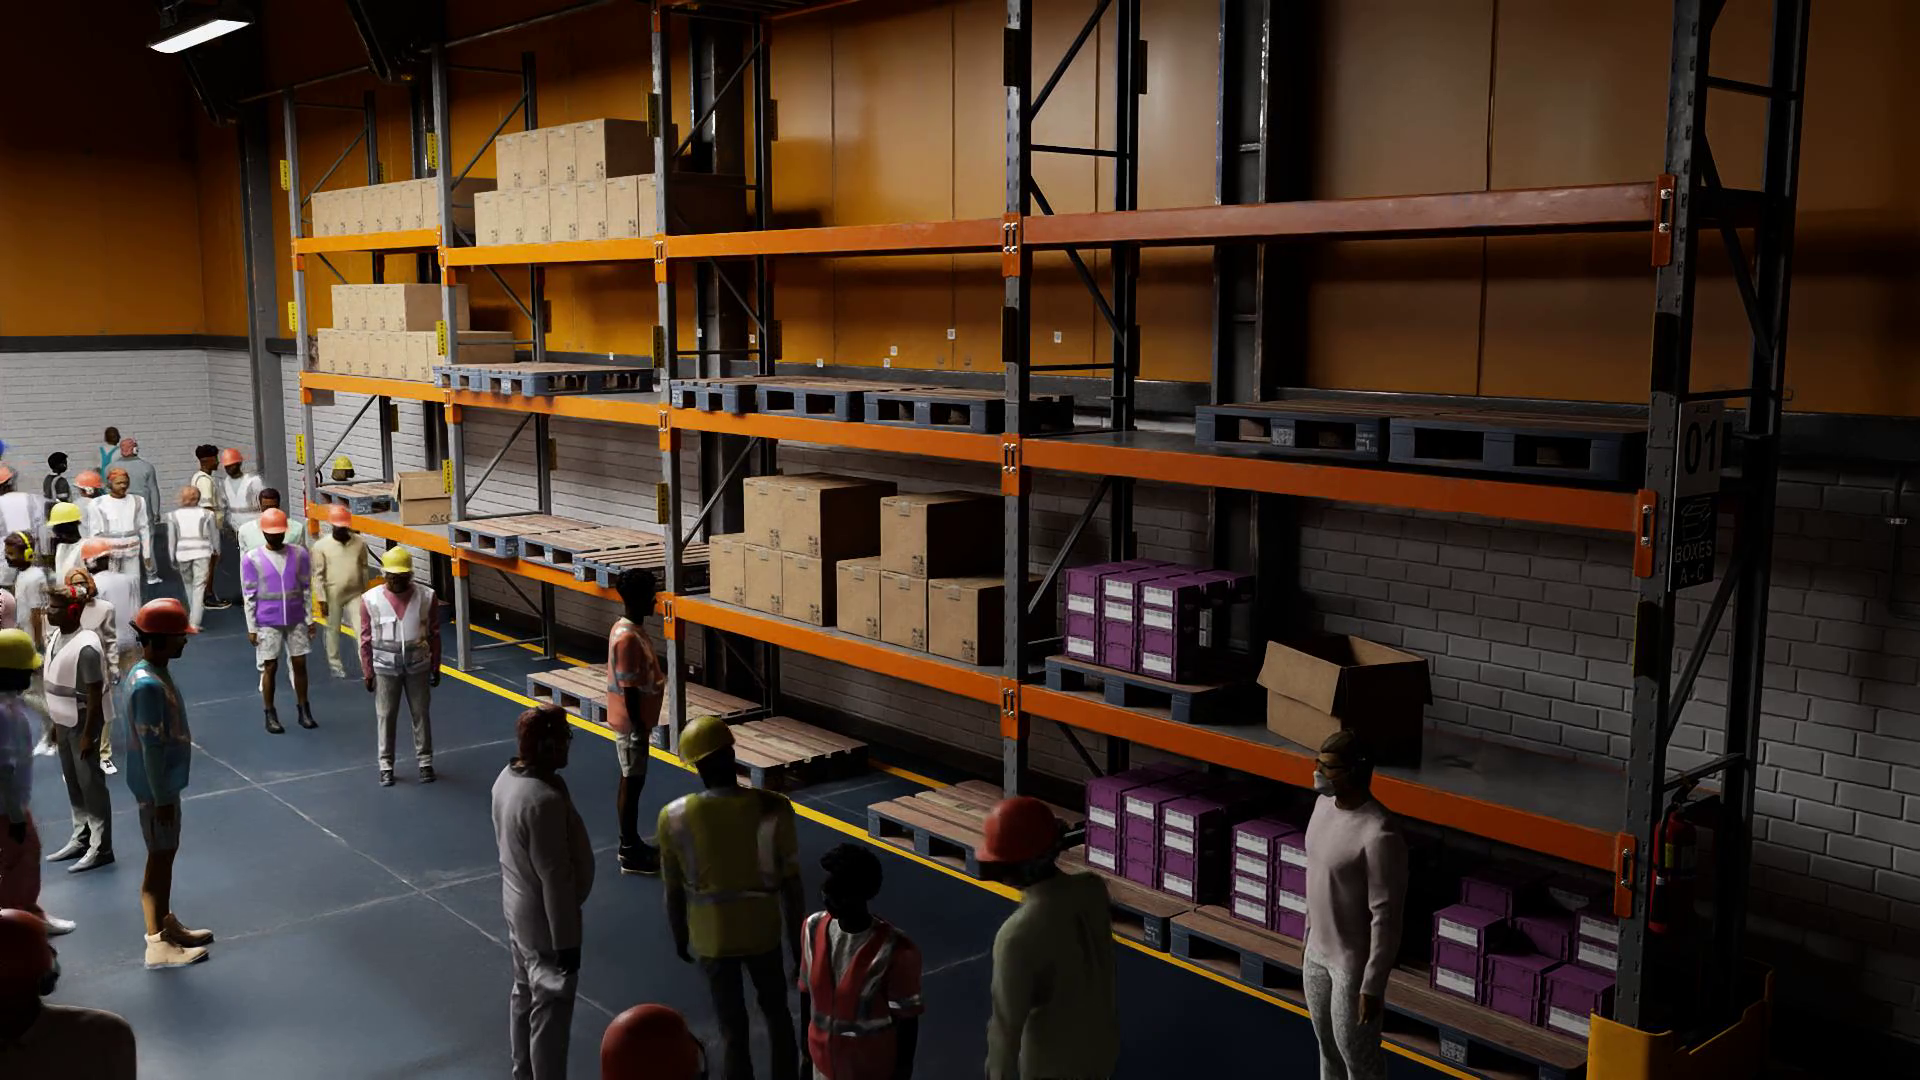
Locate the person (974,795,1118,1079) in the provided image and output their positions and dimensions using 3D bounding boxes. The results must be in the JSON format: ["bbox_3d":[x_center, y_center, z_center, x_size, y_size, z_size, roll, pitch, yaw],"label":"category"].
[{"bbox_3d":[0.318,1.844,5.866,0.455,1.971,0.656,6,10,35],"label":"person"}]

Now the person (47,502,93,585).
[{"bbox_3d":[-7.672,0.620,14.482,0.599,1.917,0.398,5,10,33],"label":"person"}]

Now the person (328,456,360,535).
[{"bbox_3d":[-7.568,-0.162,20.502,0.311,1.743,0.493,2,8,14],"label":"person"}]

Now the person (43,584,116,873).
[{"bbox_3d":[-5.675,1.193,10.711,0.567,1.850,0.389,7,11,41],"label":"person"}]

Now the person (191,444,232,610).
[{"bbox_3d":[-8.907,-0.162,19.729,0.361,1.963,0.613,-5,10,-31],"label":"person"}]

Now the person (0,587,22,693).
[{"bbox_3d":[-7.106,0.985,11.967,0.856,1.913,0.637,8,11,43],"label":"person"}]

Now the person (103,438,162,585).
[{"bbox_3d":[-10.569,-0.353,21.287,0.638,1.902,0.406,-2,8,-15],"label":"person"}]

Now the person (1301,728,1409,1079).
[{"bbox_3d":[1.571,1.714,6.787,0.371,1.940,0.627,-2,8,-15],"label":"person"}]

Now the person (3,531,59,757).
[{"bbox_3d":[-7.328,0.842,13.131,0.408,1.854,0.611,-5,10,-31],"label":"person"}]

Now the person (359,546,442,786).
[{"bbox_3d":[-4.207,0.946,12.544,0.590,1.823,0.404,-3,9,-22],"label":"person"}]

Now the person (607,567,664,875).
[{"bbox_3d":[-2.074,1.144,10.647,0.366,1.967,0.602,-2,8,-12],"label":"person"}]

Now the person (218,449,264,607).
[{"bbox_3d":[-8.606,-0.147,19.898,0.580,1.887,0.959,2,8,11],"label":"person"}]

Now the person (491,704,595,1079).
[{"bbox_3d":[-1.800,1.656,7.303,0.409,1.905,0.651,-5,10,-31],"label":"person"}]

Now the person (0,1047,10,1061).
[{"bbox_3d":[-2.772,2.123,4.659,0.321,1.738,0.487,2,8,12],"label":"person"}]

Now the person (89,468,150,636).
[{"bbox_3d":[-9.018,0.156,17.882,0.586,1.872,0.381,-7,11,-40],"label":"person"}]

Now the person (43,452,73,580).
[{"bbox_3d":[-11.706,-0.298,21.612,0.535,1.693,0.322,7,11,41],"label":"person"}]

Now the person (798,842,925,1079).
[{"bbox_3d":[-0.381,1.928,6.119,0.538,1.698,0.319,5,10,32],"label":"person"}]

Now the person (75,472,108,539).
[{"bbox_3d":[-9.701,0.116,18.632,0.371,1.740,0.594,-8,11,-43],"label":"person"}]

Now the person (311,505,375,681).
[{"bbox_3d":[-5.832,0.525,15.838,0.578,1.703,0.871,-7,11,-41],"label":"person"}]

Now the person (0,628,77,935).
[{"bbox_3d":[-5.201,1.399,9.189,0.487,1.892,0.702,-5,9,-30],"label":"person"}]

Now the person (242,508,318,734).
[{"bbox_3d":[-5.739,0.677,14.055,0.552,1.923,0.390,-6,10,-37],"label":"person"}]

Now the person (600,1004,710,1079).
[{"bbox_3d":[-0.713,2.075,4.195,0.720,1.973,0.440,-6,10,-37],"label":"person"}]

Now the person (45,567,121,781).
[{"bbox_3d":[-6.703,1.010,12.731,0.498,1.634,0.278,-6,10,-34],"label":"person"}]

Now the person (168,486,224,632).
[{"bbox_3d":[-8.502,0.201,18.523,0.518,1.587,0.889,-1,8,-7],"label":"person"}]

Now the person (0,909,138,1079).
[{"bbox_3d":[-2.624,1.990,4.716,0.620,1.986,0.408,-4,9,-24],"label":"person"}]

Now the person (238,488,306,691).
[{"bbox_3d":[-6.435,0.456,15.624,0.586,1.914,0.399,-3,9,-21],"label":"person"}]

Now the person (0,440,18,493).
[{"bbox_3d":[-12.220,-0.325,21.017,0.483,1.917,0.644,5,9,30],"label":"person"}]

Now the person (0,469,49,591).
[{"bbox_3d":[-10.077,0.168,17.726,0.666,1.890,0.396,-7,11,-42],"label":"person"}]

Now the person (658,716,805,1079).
[{"bbox_3d":[-0.976,1.689,7.184,0.621,1.874,0.592,-1,8,-9],"label":"person"}]

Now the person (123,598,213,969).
[{"bbox_3d":[-4.365,1.326,9.164,0.403,2.035,0.605,-3,9,-22],"label":"person"}]
